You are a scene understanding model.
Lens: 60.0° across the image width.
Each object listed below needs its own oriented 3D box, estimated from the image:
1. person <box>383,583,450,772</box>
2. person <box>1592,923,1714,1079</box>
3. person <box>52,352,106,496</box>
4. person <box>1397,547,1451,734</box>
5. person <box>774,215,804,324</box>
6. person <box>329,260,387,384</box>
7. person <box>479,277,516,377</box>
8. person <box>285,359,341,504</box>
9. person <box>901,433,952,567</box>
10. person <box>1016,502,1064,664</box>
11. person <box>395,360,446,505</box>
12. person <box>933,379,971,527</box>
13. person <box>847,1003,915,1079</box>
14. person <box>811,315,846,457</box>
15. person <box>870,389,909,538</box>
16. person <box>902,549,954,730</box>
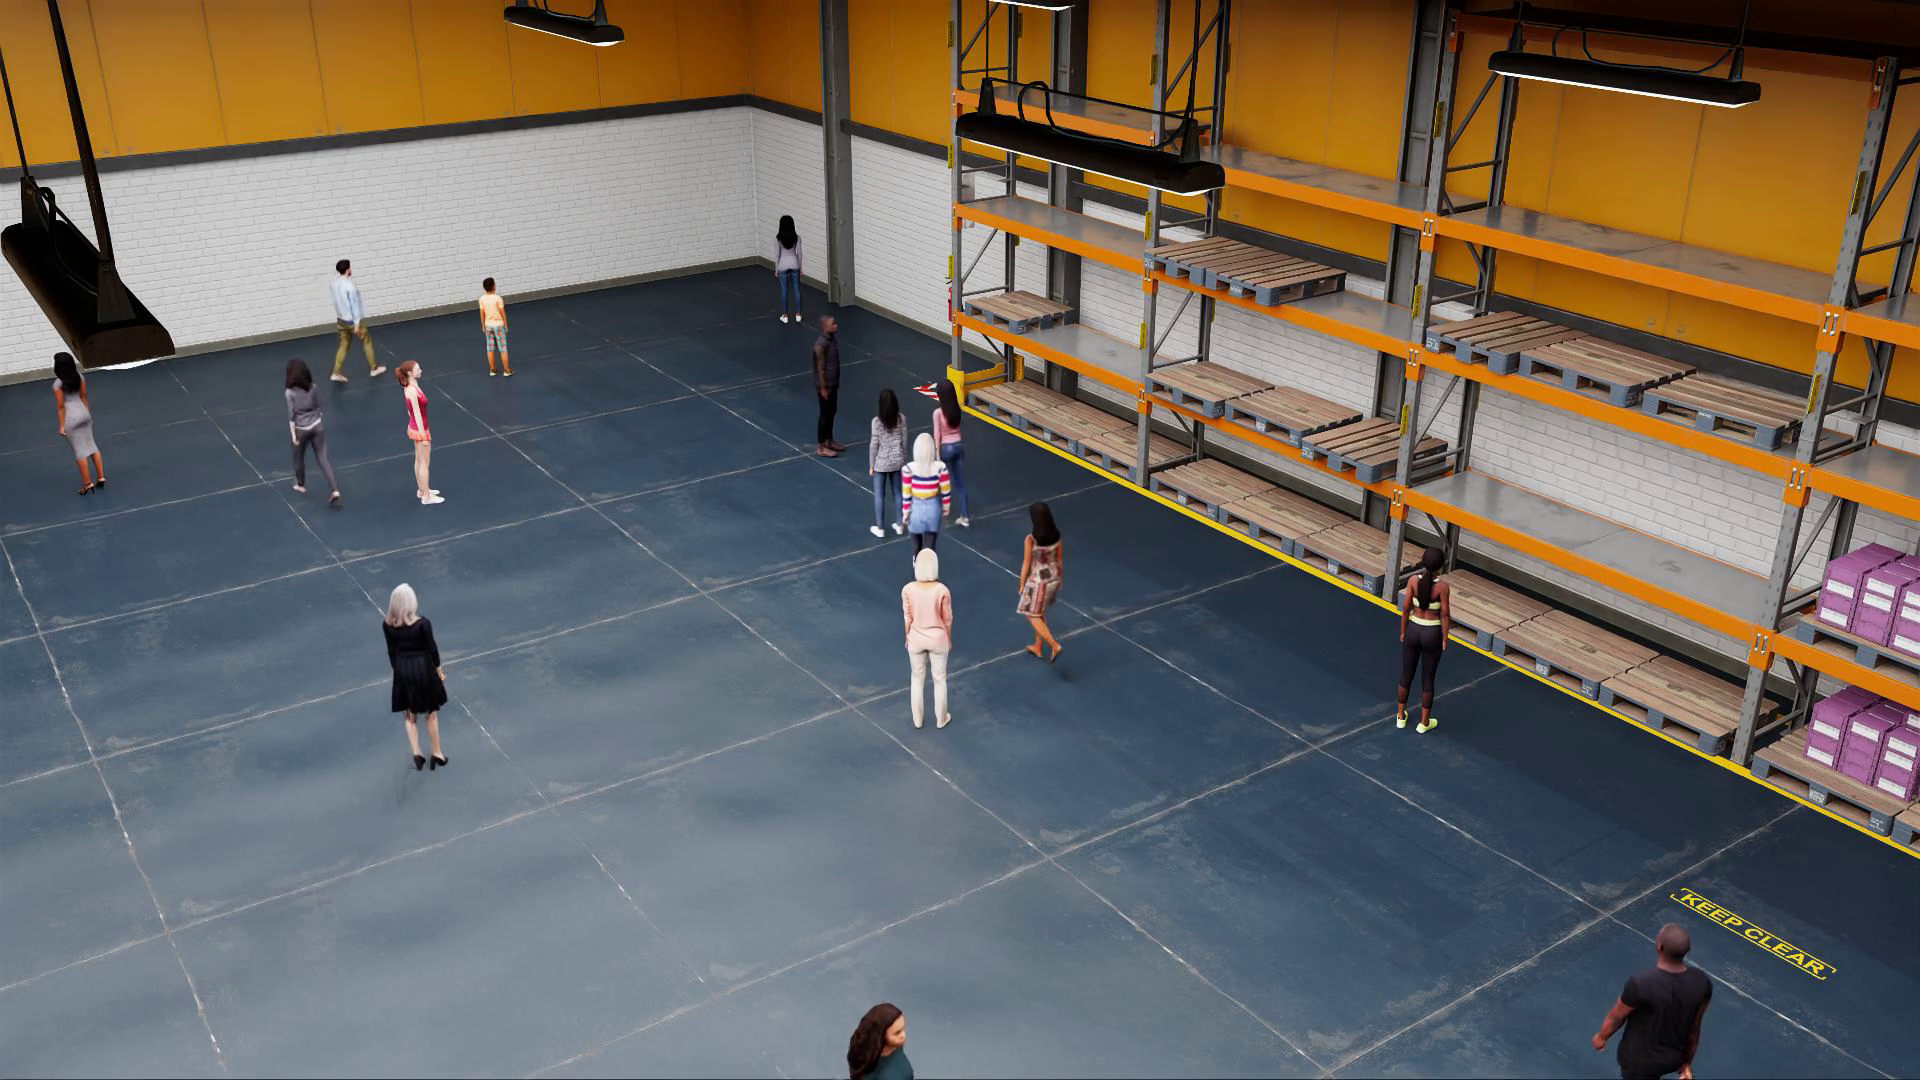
[{"bbox_3d":[-4.625,1.176,14.158,0.700,1.747,0.743,1,24,3],"label":"person"},{"bbox_3d":[4.068,3.110,9.708,0.977,1.768,1.265,-5,24,-11],"label":"person"},{"bbox_3d":[-10.637,-1.416,20.044,0.681,1.781,0.664,9,25,21],"label":"person"},{"bbox_3d":[4.123,0.881,14.825,0.570,1.753,0.696,14,27,28],"label":"person"},{"bbox_3d":[-2.773,-4.393,26.912,0.676,1.735,0.634,-7,24,-15],"label":"person"},{"bbox_3d":[-8.849,-3.104,23.918,1.212,1.771,1.087,12,27,26],"label":"person"},{"bbox_3d":[-6.813,-3.127,24.358,0.603,1.461,0.643,1,24,2],"label":"person"},{"bbox_3d":[-7.685,-1.252,19.759,0.686,1.710,1.208,-21,31,-39],"label":"person"},{"bbox_3d":[-0.359,-0.209,17.315,1.033,1.757,1.216,-2,24,-4],"label":"person"},{"bbox_3d":[0.828,0.444,15.983,0.651,1.626,0.850,-15,28,-31],"label":"person"},{"bbox_3d":[-6.444,-1.304,19.824,0.648,1.753,0.525,-12,26,-25],"label":"person"},{"bbox_3d":[-0.073,-0.974,19.145,0.588,1.693,1.143,-14,27,-30],"label":"person"},{"bbox_3d":[-0.511,3.316,9.472,1.169,1.580,0.825,17,29,33],"label":"person"},{"bbox_3d":[-1.701,-1.985,21.280,0.809,1.836,0.783,7,25,16],"label":"person"},{"bbox_3d":[-0.810,-0.878,18.877,0.646,1.731,0.577,-11,26,-24],"label":"person"},{"bbox_3d":[-0.287,0.887,14.858,0.679,1.716,0.722,2,24,5],"label":"person"}]
